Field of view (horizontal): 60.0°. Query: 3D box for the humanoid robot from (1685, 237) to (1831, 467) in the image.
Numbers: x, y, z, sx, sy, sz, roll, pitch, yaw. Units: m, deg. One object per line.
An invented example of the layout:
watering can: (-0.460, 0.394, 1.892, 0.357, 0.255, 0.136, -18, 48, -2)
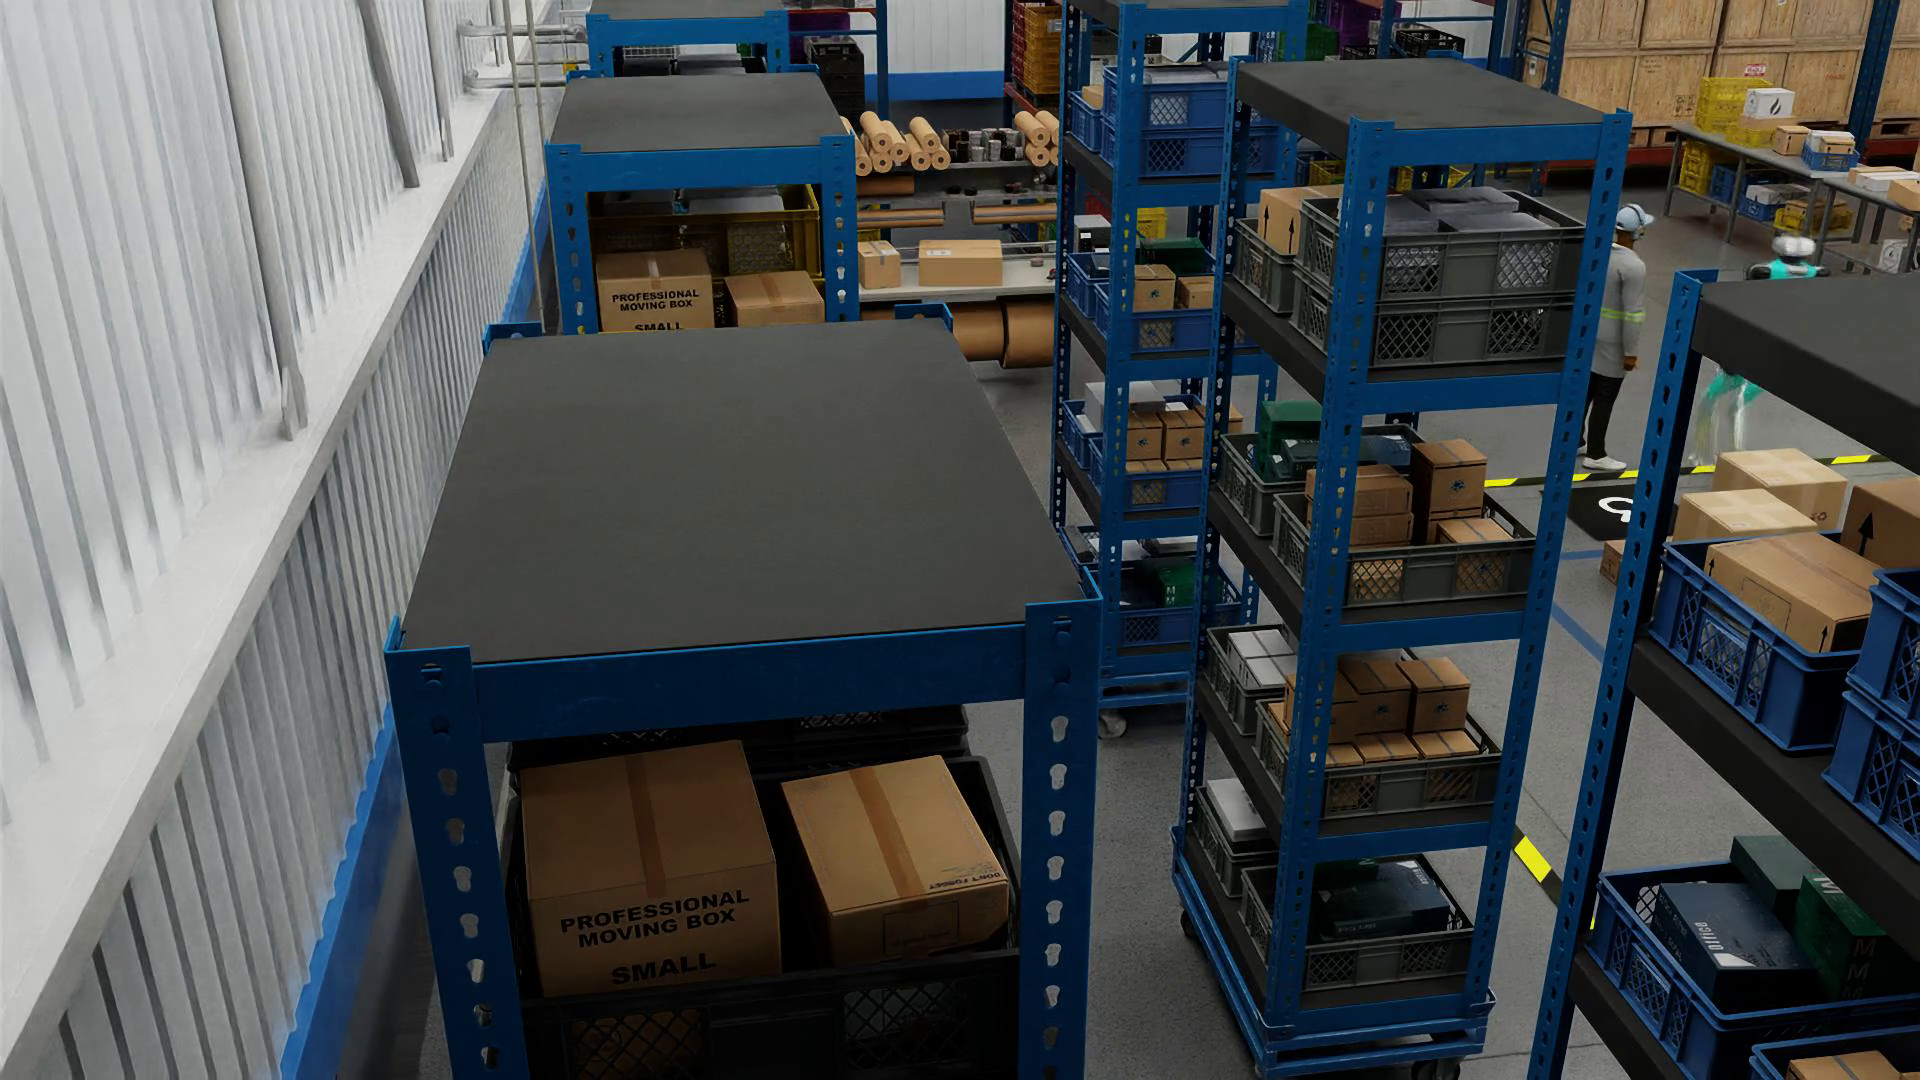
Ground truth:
humanoid robot: (5.342, -1.237, 11.304, 0.566, 1.811, 0.800, -1, 25, -3)

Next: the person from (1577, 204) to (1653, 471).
person: (4.482, -1.391, 11.426, 0.359, 1.851, 0.596, -5, 25, -10)
